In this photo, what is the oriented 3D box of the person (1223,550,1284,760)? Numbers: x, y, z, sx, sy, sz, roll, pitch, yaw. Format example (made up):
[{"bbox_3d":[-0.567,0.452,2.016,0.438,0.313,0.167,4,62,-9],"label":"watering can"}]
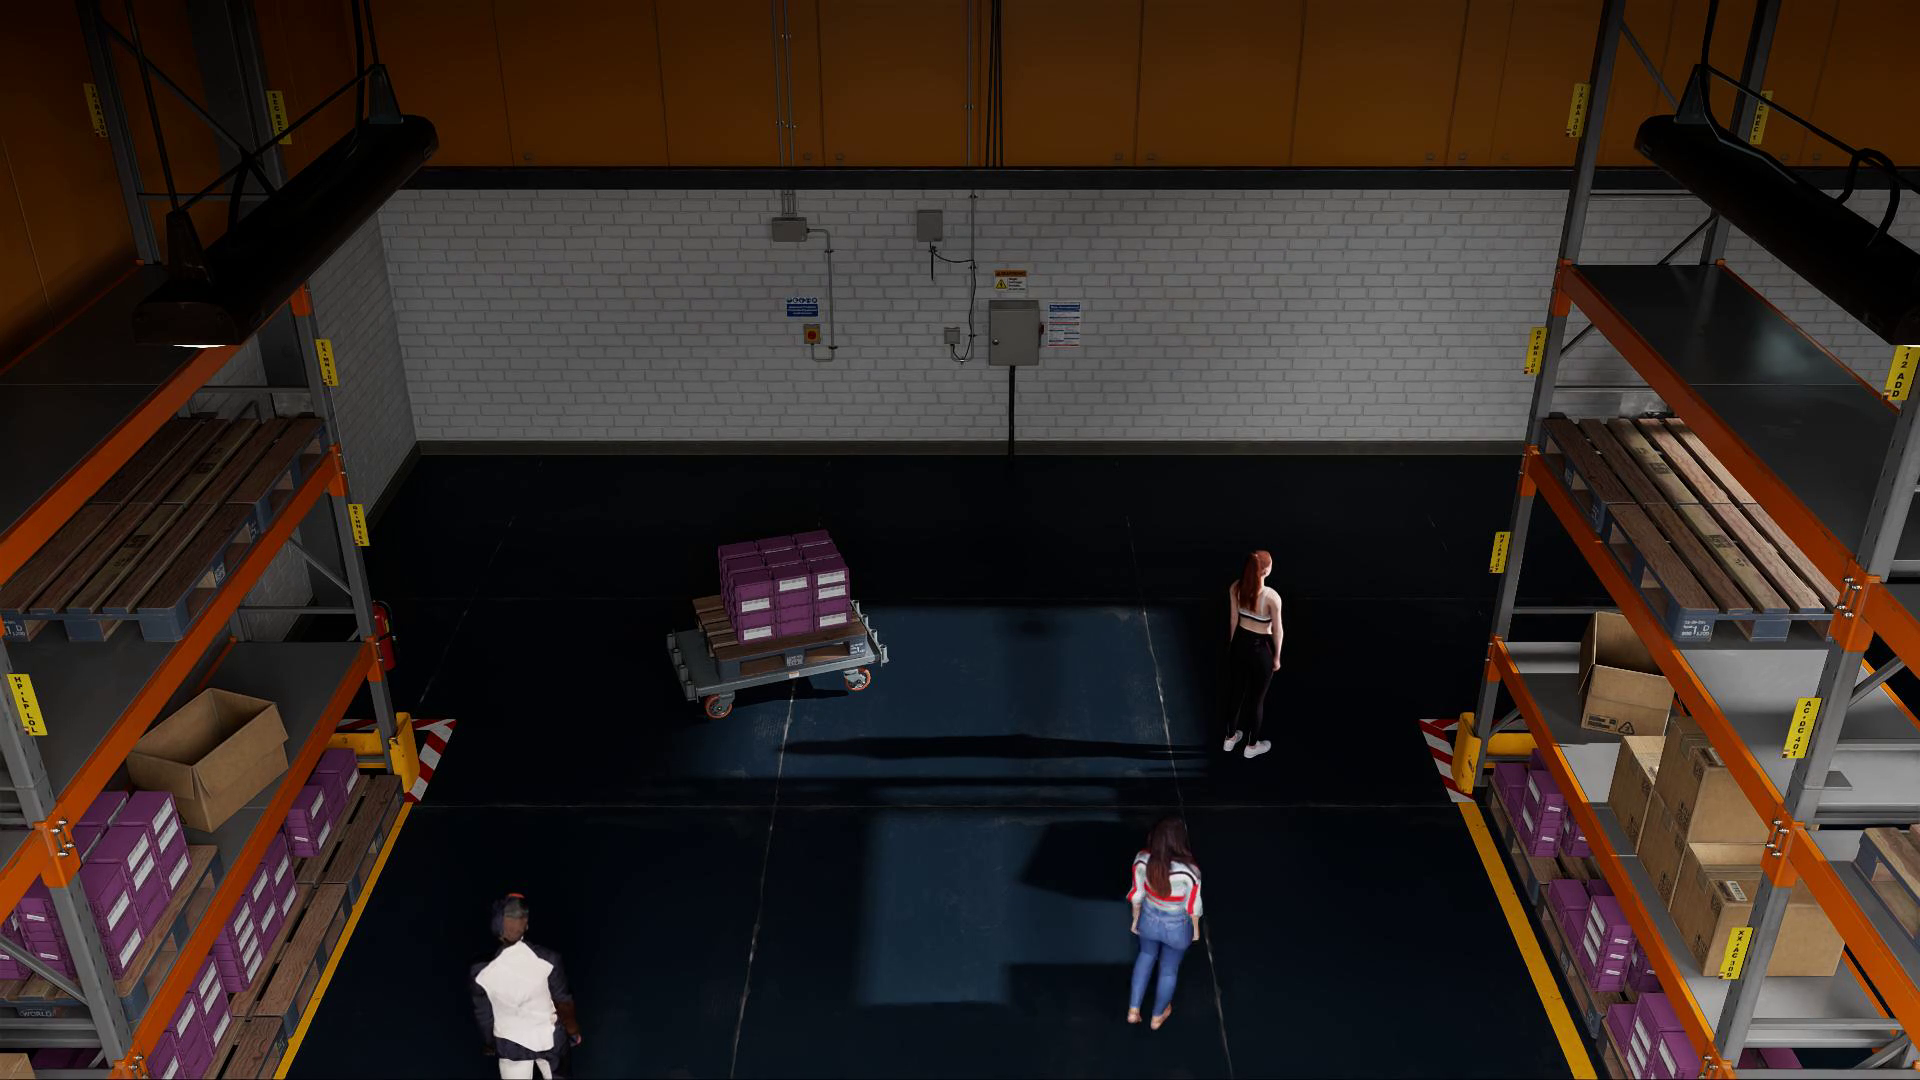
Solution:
[{"bbox_3d":[2.184,0.848,12.470,0.672,1.741,0.711,21,35,33],"label":"person"}]

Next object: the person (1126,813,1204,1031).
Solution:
[{"bbox_3d":[1.190,2.329,9.900,0.754,1.603,0.820,15,32,25],"label":"person"}]

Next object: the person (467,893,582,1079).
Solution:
[{"bbox_3d":[-2.314,2.681,8.952,0.719,1.893,0.644,-5,29,-8],"label":"person"}]
